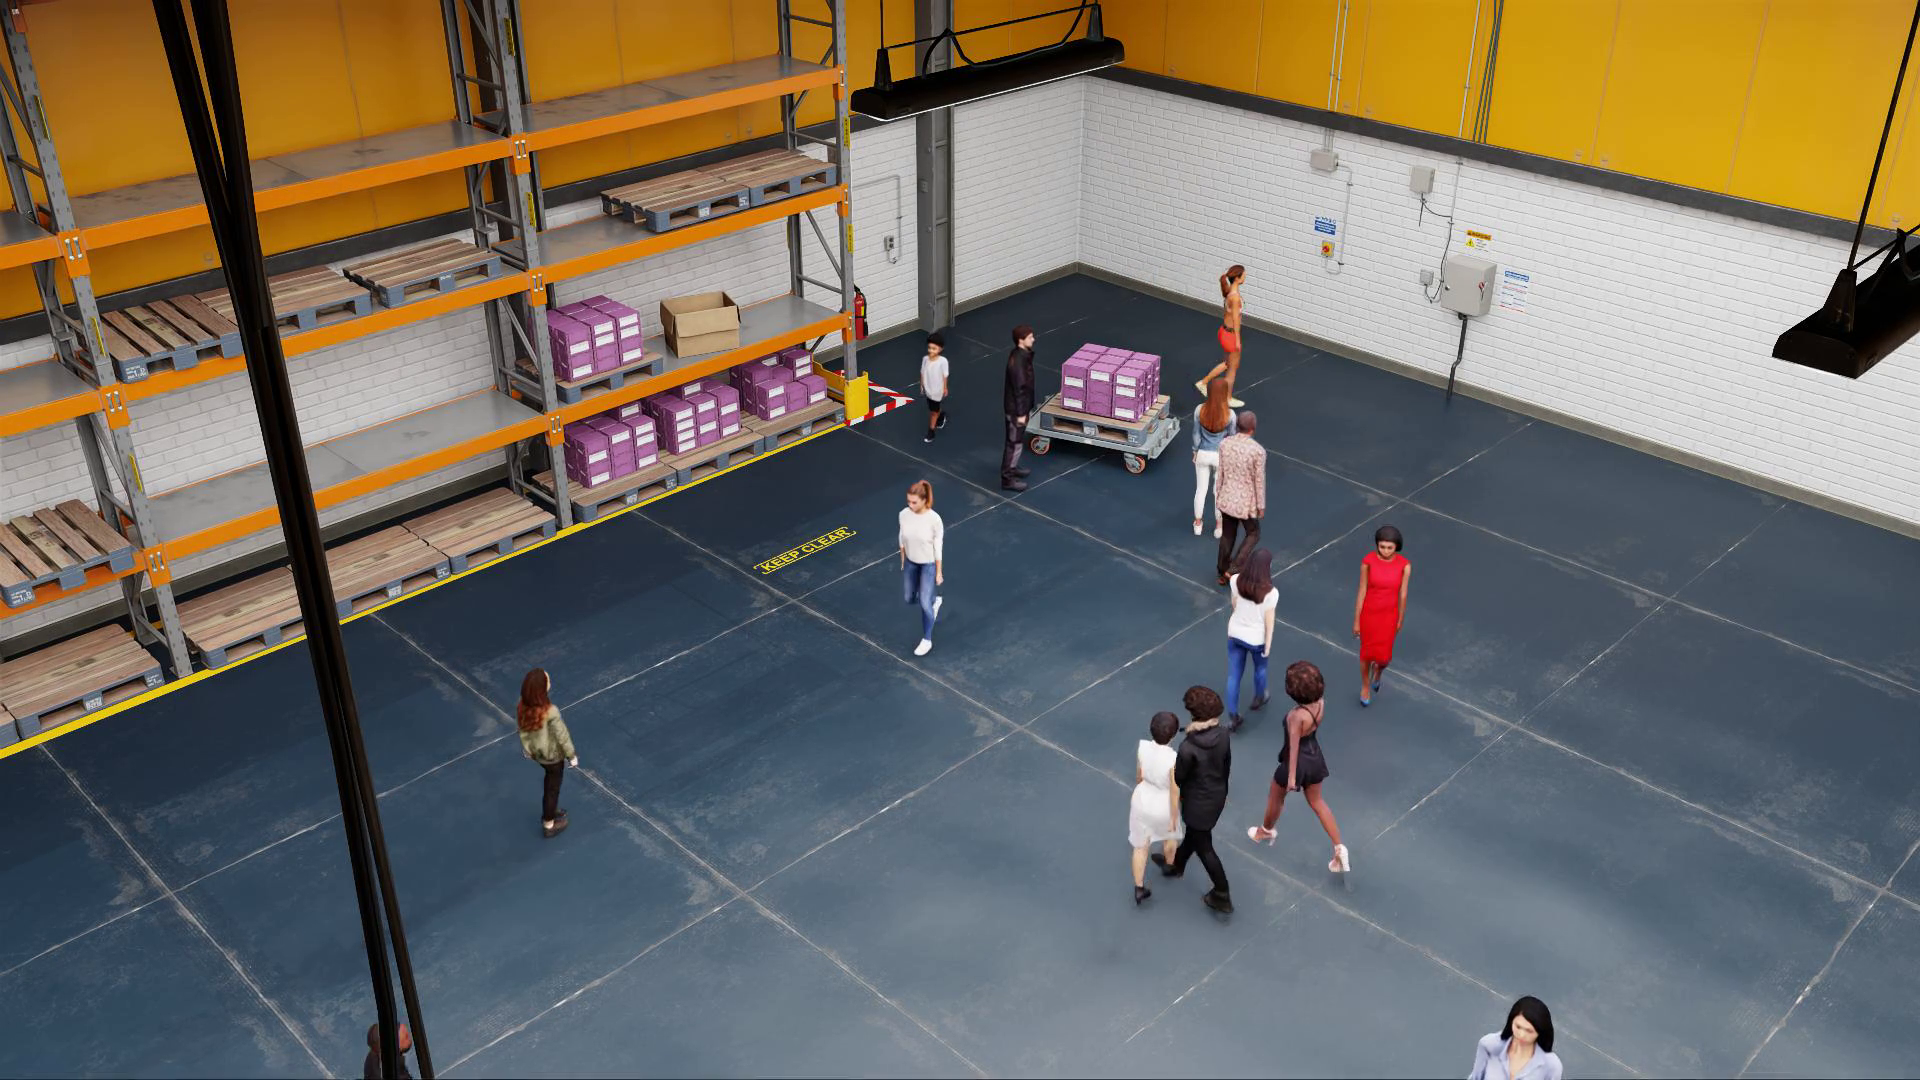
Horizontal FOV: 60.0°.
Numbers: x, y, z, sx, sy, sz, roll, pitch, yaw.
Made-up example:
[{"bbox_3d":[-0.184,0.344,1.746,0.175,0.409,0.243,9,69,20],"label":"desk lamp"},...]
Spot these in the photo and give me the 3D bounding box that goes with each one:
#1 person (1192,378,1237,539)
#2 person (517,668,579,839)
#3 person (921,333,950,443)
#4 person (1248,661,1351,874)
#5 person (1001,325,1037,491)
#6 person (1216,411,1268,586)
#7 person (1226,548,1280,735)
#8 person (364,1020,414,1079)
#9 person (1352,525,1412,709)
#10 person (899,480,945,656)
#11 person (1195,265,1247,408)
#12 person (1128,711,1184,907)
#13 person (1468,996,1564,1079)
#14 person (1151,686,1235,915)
[{"bbox_3d":[2.557,-0.824,16.830,0.677,1.700,0.645,11,31,20],"label":"person"},{"bbox_3d":[-3.171,1.641,12.557,0.618,1.464,0.599,20,35,32],"label":"person"},{"bbox_3d":[-0.270,-1.793,19.077,0.669,1.248,0.904,13,31,22],"label":"person"},{"bbox_3d":[2.568,1.695,12.159,1.027,1.750,0.627,-24,37,-37],"label":"person"},{"bbox_3d":[0.606,-1.439,17.816,0.848,1.834,0.750,3,29,6],"label":"person"},{"bbox_3d":[2.628,-0.344,15.851,0.737,1.795,0.684,22,35,34],"label":"person"},{"bbox_3d":[2.345,0.876,13.759,0.720,1.655,0.939,16,33,27],"label":"person"},{"bbox_3d":[-3.131,3.350,9.088,0.979,1.785,0.797,-16,33,-27],"label":"person"},{"bbox_3d":[3.553,0.614,14.161,0.725,1.732,0.786,5,29,9],"label":"person"},{"bbox_3d":[-0.289,0.195,14.949,0.750,1.711,0.927,16,33,27],"label":"person"},{"bbox_3d":[3.106,-2.377,19.595,0.943,1.778,0.865,-2,29,-3],"label":"person"},{"bbox_3d":[1.369,1.964,11.904,0.646,1.523,0.868,18,33,29],"label":"person"},{"bbox_3d":[3.115,3.227,9.391,0.881,1.711,1.191,14,31,24],"label":"person"},{"bbox_3d":[1.772,1.888,11.823,0.973,1.734,0.685,-22,35,-34],"label":"person"}]
